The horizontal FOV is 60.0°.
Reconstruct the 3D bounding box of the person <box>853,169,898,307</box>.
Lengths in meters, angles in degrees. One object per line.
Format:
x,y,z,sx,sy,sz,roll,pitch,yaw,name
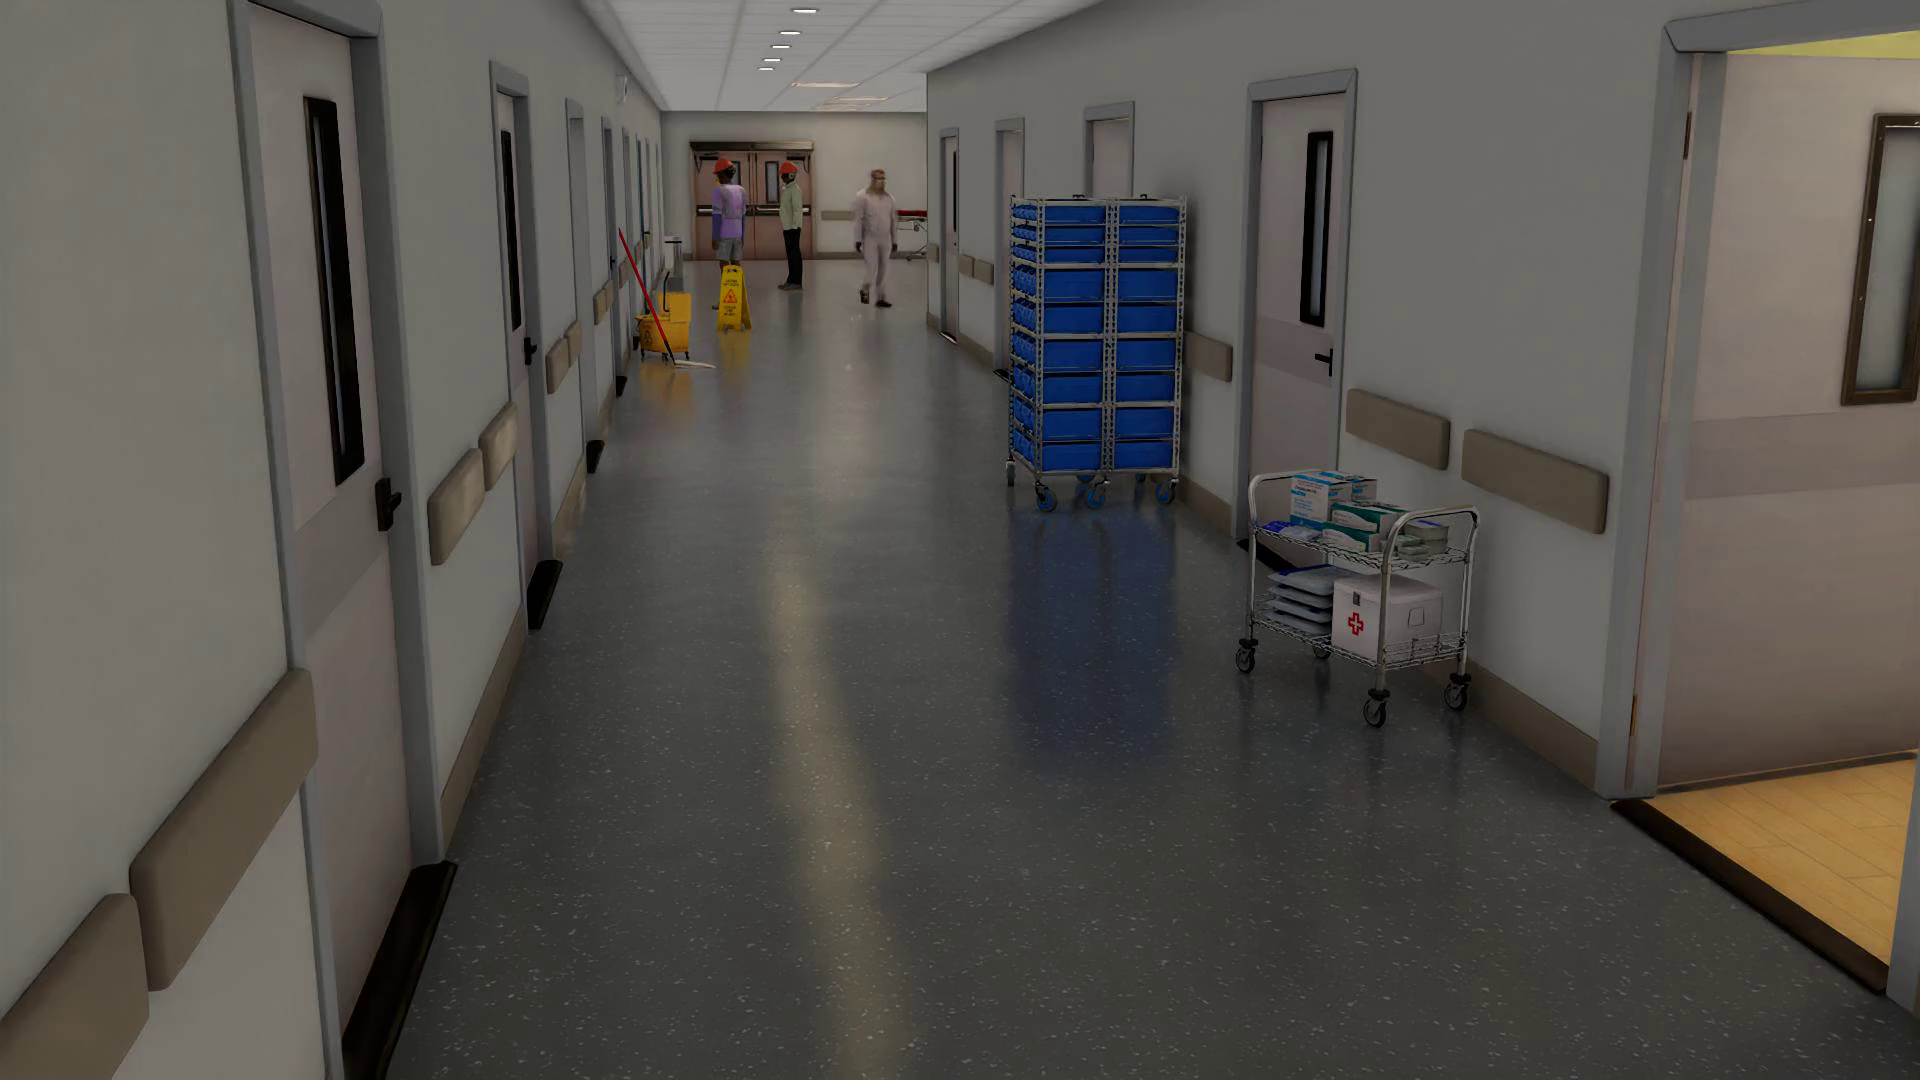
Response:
-1.137,-4.158,22.952,0.666,1.887,0.430,-9,15,-34,person

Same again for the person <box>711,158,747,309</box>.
-3.161,-4.147,22.607,0.410,2.030,0.611,9,15,33,person

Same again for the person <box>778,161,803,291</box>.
-2.650,-4.905,26.034,0.375,1.996,0.611,-5,14,-21,person
